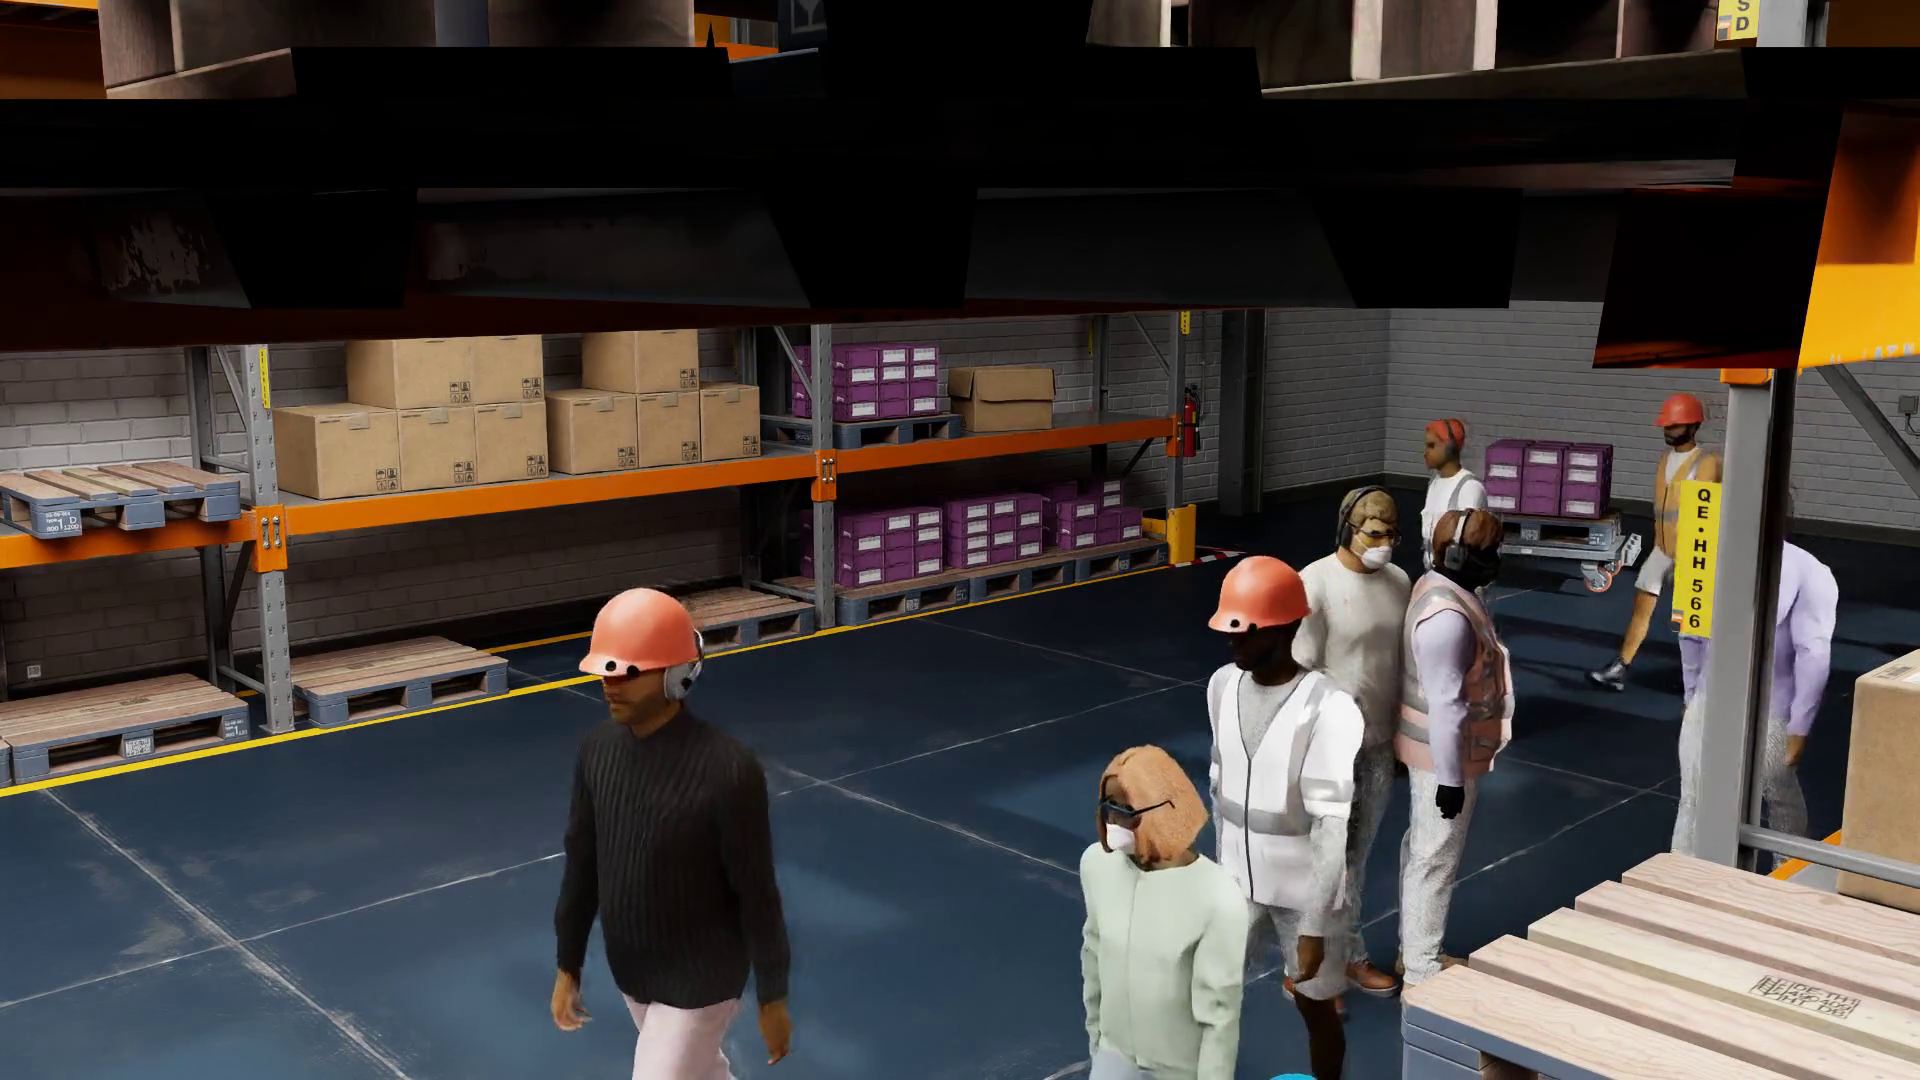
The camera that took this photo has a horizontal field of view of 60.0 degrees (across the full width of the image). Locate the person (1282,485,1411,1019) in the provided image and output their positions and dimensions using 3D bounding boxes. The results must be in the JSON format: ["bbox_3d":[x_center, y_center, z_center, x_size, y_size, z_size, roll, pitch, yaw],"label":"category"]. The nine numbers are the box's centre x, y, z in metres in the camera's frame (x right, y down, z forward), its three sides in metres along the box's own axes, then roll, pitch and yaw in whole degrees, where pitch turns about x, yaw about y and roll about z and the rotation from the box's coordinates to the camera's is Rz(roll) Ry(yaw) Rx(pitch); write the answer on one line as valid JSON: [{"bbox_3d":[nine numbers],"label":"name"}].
[{"bbox_3d":[1.412,0.752,6.056,0.627,1.933,0.373,-7,12,-36],"label":"person"}]

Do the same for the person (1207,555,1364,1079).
[{"bbox_3d":[0.835,0.992,4.721,0.885,1.896,0.569,-8,13,-41],"label":"person"}]

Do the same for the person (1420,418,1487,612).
[{"bbox_3d":[2.656,0.250,9.251,0.946,1.836,0.588,-2,10,-11],"label":"person"}]

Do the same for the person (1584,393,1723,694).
[{"bbox_3d":[4.354,0.050,10.264,0.950,1.890,0.545,-3,10,-18],"label":"person"}]

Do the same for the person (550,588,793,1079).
[{"bbox_3d":[-0.776,1.076,4.117,0.649,1.936,1.046,8,12,39],"label":"person"}]

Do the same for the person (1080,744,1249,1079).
[{"bbox_3d":[0.419,1.283,3.889,0.519,1.601,0.721,8,13,40],"label":"person"}]

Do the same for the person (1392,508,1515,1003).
[{"bbox_3d":[1.795,0.792,6.091,0.429,1.840,0.632,2,10,14],"label":"person"}]

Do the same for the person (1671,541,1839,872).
[{"bbox_3d":[3.179,0.665,6.728,1.069,1.881,0.646,-8,12,-39],"label":"person"}]
